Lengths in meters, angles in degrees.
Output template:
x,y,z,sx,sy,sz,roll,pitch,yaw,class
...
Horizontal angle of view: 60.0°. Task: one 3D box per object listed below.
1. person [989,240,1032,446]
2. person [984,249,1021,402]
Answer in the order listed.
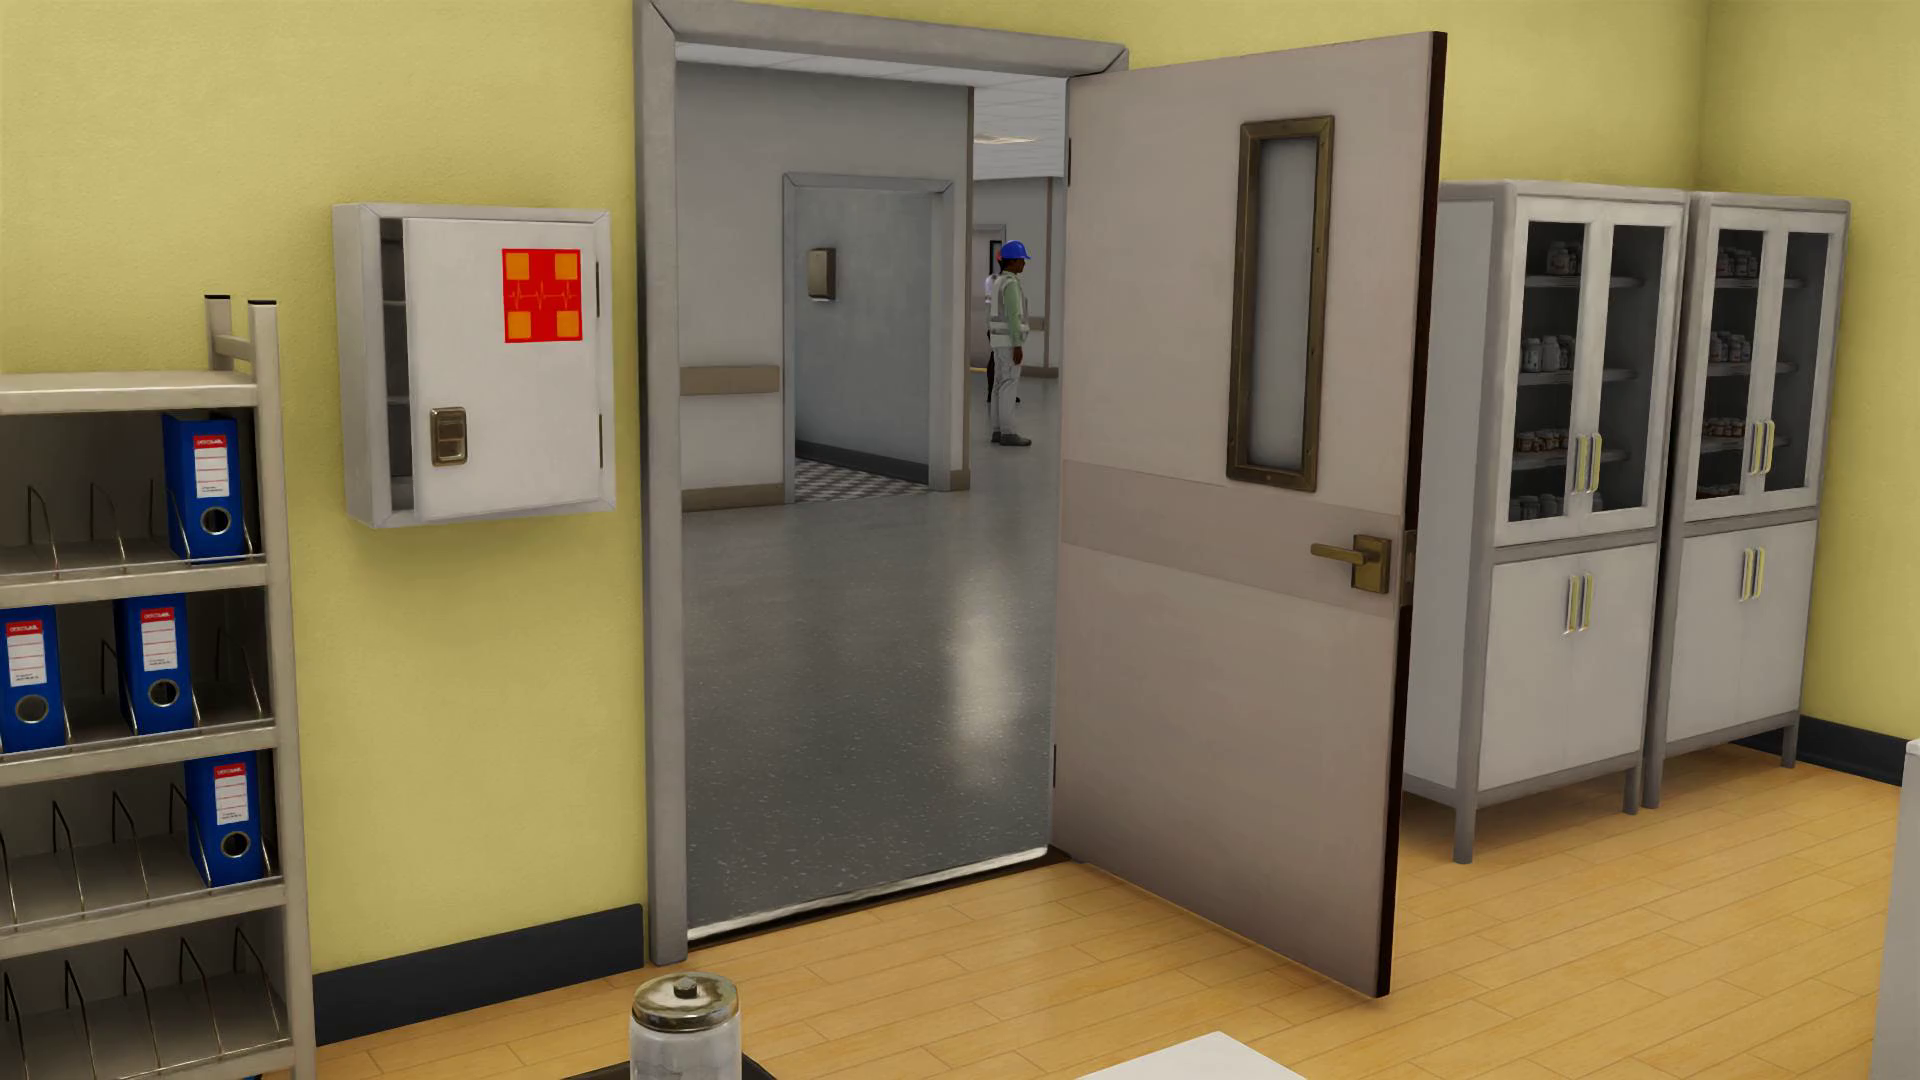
x,y,z,sx,sy,sz,roll,pitch,yaw,class
0.471,-1.870,15.851,0.384,1.948,0.605,-1,10,-13,person
0.551,-2.665,20.641,0.544,1.939,0.354,-7,12,-39,person
